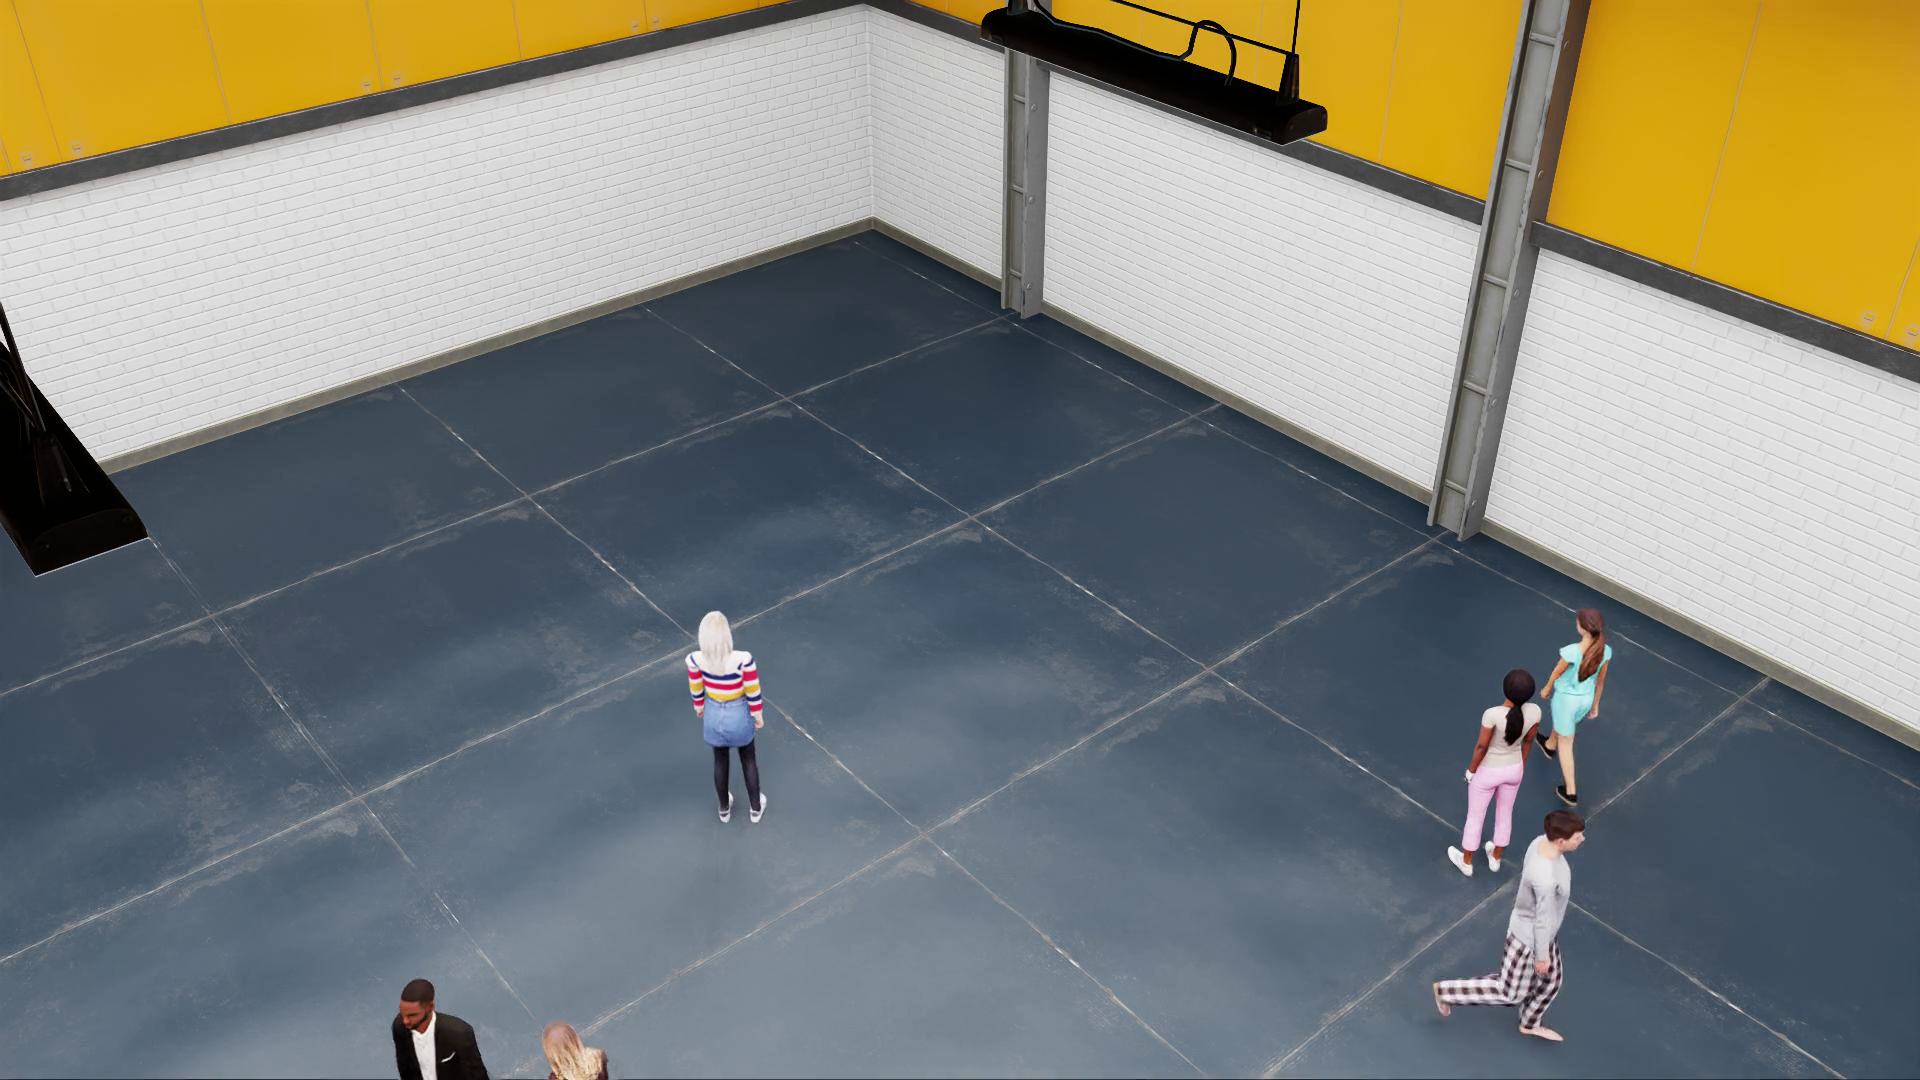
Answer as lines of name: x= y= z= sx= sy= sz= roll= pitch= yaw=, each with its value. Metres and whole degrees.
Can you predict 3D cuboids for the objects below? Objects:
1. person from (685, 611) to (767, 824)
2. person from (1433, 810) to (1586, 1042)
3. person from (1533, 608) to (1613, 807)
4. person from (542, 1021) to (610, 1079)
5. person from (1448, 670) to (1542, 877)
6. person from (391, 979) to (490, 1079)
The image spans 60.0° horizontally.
person: x=-1.646 y=1.265 z=11.668 sx=0.722 sy=1.804 sz=0.792 roll=4 pitch=34 yaw=6
person: x=3.360 y=2.345 z=10.030 sx=1.138 sy=1.818 sz=0.910 roll=14 pitch=36 yaw=20
person: x=4.446 y=1.209 z=12.008 sx=0.870 sy=1.520 sz=1.118 roll=-6 pitch=34 yaw=-9
person: x=-1.925 y=3.233 z=8.832 sx=1.171 sy=1.666 sz=0.795 roll=24 pitch=40 yaw=31
person: x=3.647 y=1.566 z=11.272 sx=0.649 sy=1.741 sz=0.664 roll=-6 pitch=34 yaw=-9
person: x=-2.737 y=2.989 z=9.088 sx=0.827 sy=1.790 sz=0.903 roll=10 pitch=35 yaw=14
